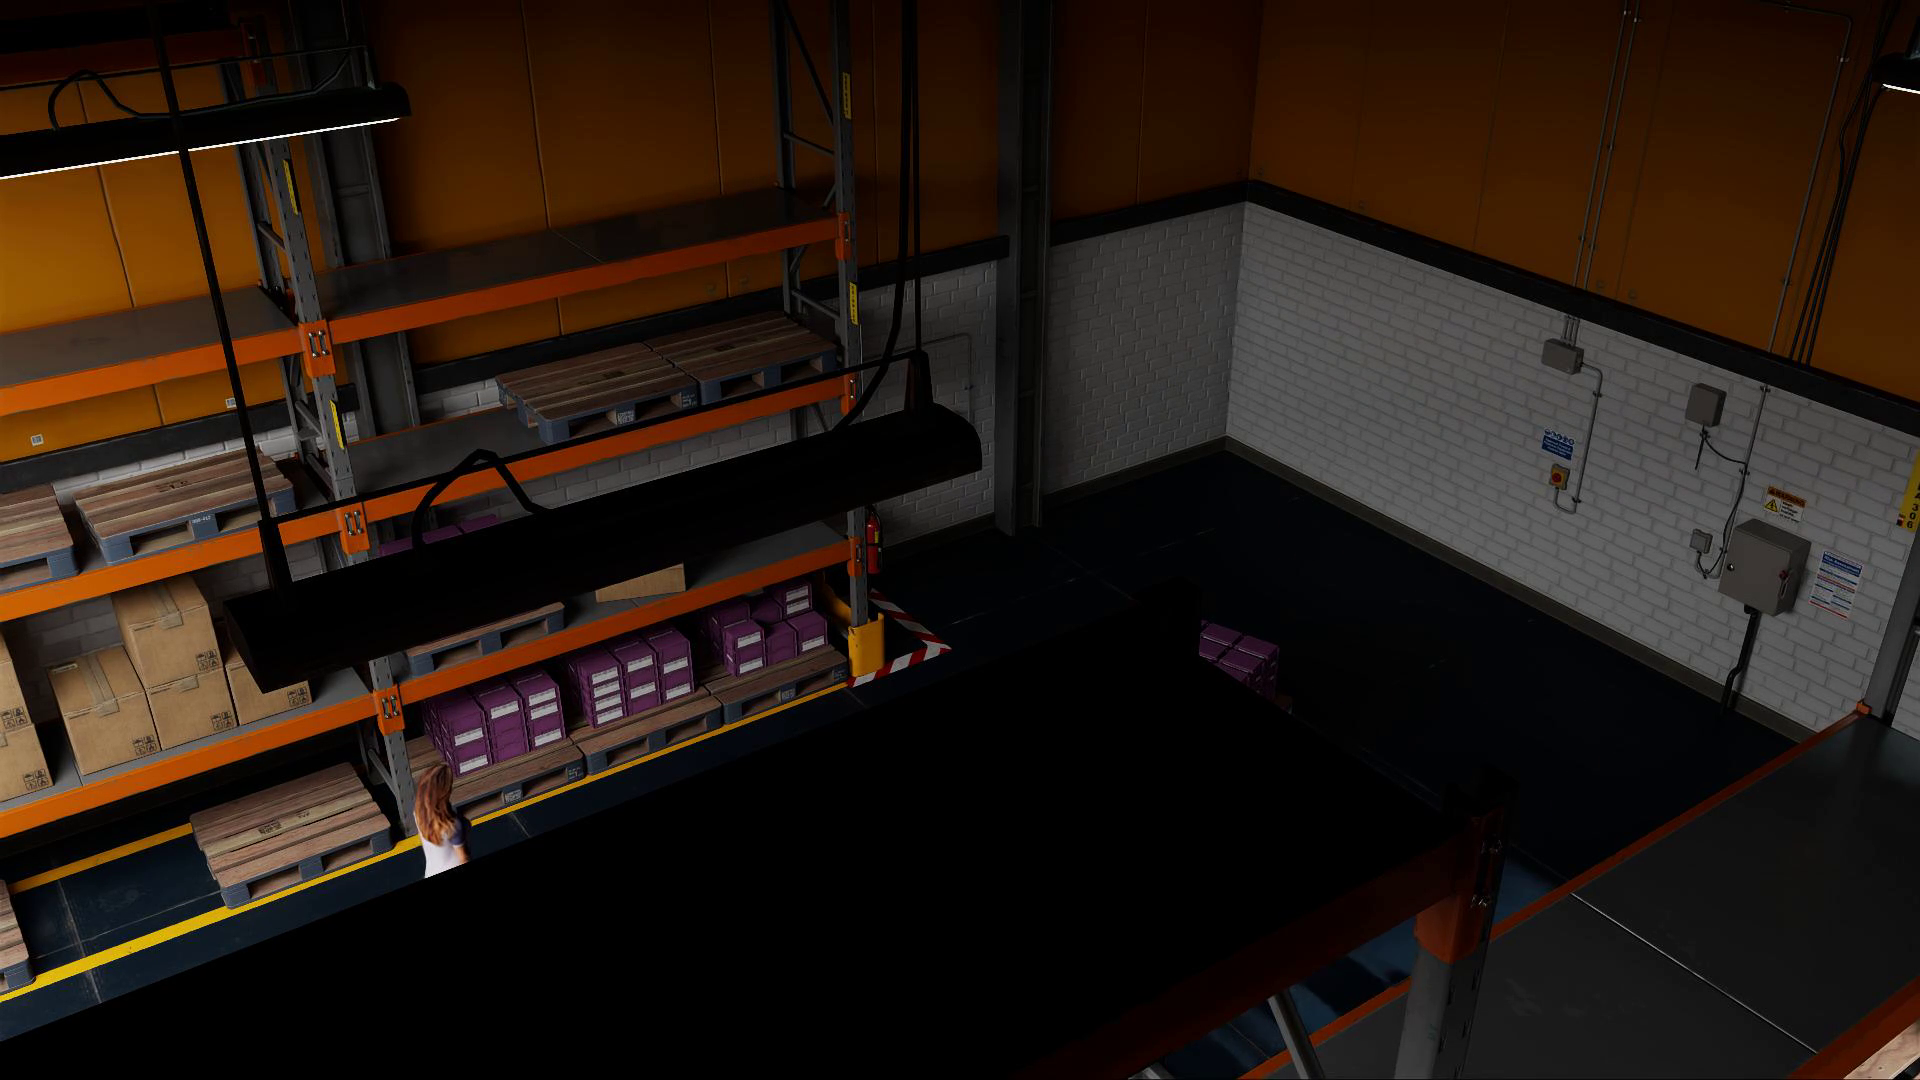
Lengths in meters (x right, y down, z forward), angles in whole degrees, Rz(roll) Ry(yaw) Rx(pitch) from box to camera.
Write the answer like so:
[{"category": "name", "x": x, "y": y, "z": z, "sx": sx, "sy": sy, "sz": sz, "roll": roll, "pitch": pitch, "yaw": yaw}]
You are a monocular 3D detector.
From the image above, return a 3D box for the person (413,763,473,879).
[{"category": "person", "x": -3.318, "y": 2.193, "z": 10.806, "sx": 0.671, "sy": 1.729, "sz": 0.651, "roll": 19, "pitch": 34, "yaw": 31}]
